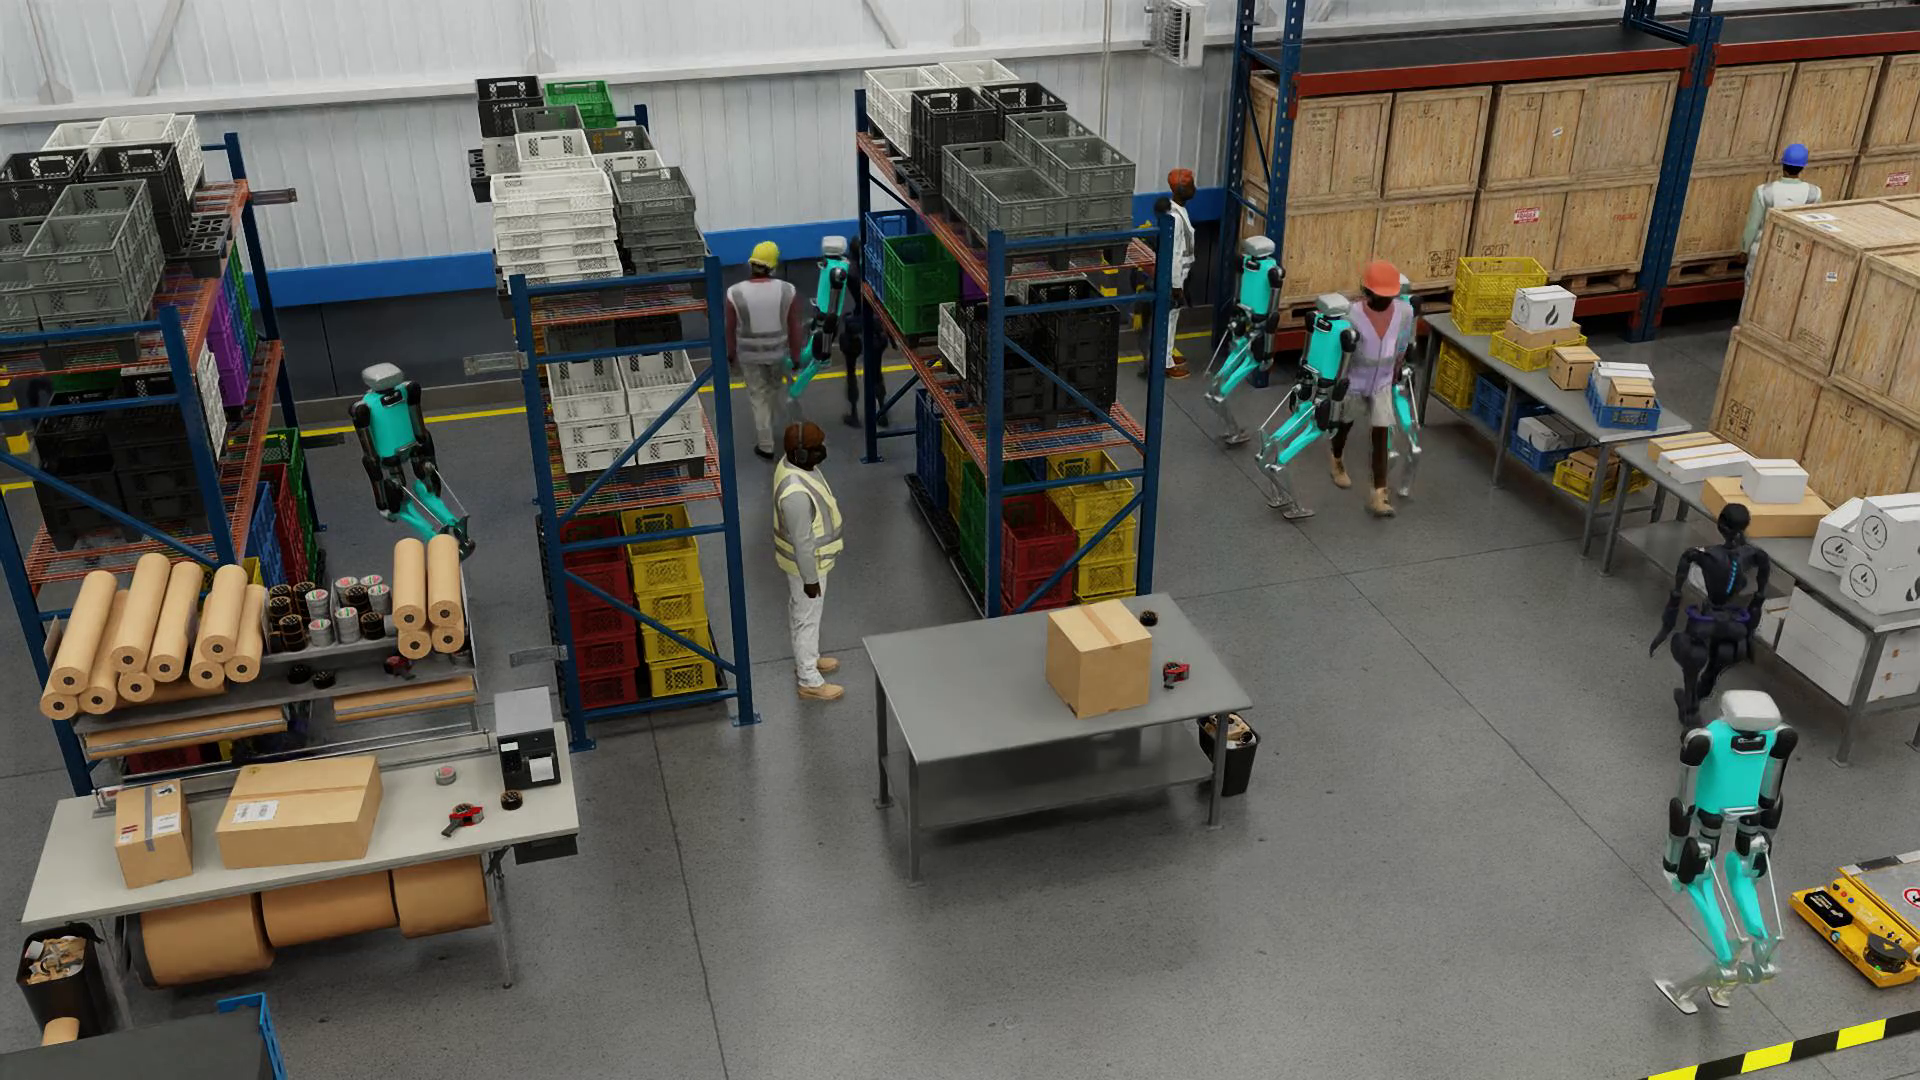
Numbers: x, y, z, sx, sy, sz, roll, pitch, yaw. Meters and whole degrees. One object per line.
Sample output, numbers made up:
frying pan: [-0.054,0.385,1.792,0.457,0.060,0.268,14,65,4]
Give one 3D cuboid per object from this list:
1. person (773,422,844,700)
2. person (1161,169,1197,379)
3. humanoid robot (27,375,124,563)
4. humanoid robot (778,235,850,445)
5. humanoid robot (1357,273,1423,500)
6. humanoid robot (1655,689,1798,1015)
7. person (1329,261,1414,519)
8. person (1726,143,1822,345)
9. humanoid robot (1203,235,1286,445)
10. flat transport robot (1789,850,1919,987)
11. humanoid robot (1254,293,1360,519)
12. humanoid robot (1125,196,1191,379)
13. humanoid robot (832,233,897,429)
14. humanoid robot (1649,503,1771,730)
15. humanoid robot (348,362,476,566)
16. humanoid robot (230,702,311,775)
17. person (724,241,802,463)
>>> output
person: [-0.930,0.114,10.320,0.429,1.844,0.620,-3,29,-6]
person: [1.919,-2.371,14.798,0.356,1.884,0.573,2,29,4]
humanoid robot: [-6.298,-0.662,11.922,0.599,1.627,0.656,-9,30,-15]
humanoid robot: [-1.294,-1.596,13.541,0.841,1.753,0.551,-5,29,-9]
humanoid robot: [3.302,-1.090,12.634,0.531,1.802,0.706,-9,30,-15]
humanoid robot: [3.596,1.548,7.682,0.533,1.676,0.735,-3,29,-6]
person: [3.072,-1.156,12.496,0.614,1.978,1.070,-4,29,-6]
person: [7.475,-2.663,15.264,0.603,1.949,0.386,5,29,10]
humanoid robot: [2.198,-1.556,13.417,0.679,1.752,0.543,-16,32,-26]
flat transport robot: [5.163,1.916,8.676,1.431,0.231,0.659,-8,30,-14]
humanoid robot: [2.483,-0.963,12.287,0.735,1.689,0.530,-13,31,-23]
humanoid robot: [1.773,-2.245,14.786,0.589,1.656,0.324,-2,29,-4]
humanoid robot: [-0.818,-1.744,13.869,0.587,1.656,0.327,-6,29,-12]
humanoid robot: [4.389,0.532,9.777,0.590,1.627,0.768,1,29,1]
humanoid robot: [-3.573,-0.336,11.108,0.735,1.677,0.533,18,33,29]
humanoid robot: [-3.504,1.144,8.621,0.472,1.637,0.612,5,29,8]
person: [-1.609,-1.548,13.398,0.586,1.786,0.726,-11,30,-18]
